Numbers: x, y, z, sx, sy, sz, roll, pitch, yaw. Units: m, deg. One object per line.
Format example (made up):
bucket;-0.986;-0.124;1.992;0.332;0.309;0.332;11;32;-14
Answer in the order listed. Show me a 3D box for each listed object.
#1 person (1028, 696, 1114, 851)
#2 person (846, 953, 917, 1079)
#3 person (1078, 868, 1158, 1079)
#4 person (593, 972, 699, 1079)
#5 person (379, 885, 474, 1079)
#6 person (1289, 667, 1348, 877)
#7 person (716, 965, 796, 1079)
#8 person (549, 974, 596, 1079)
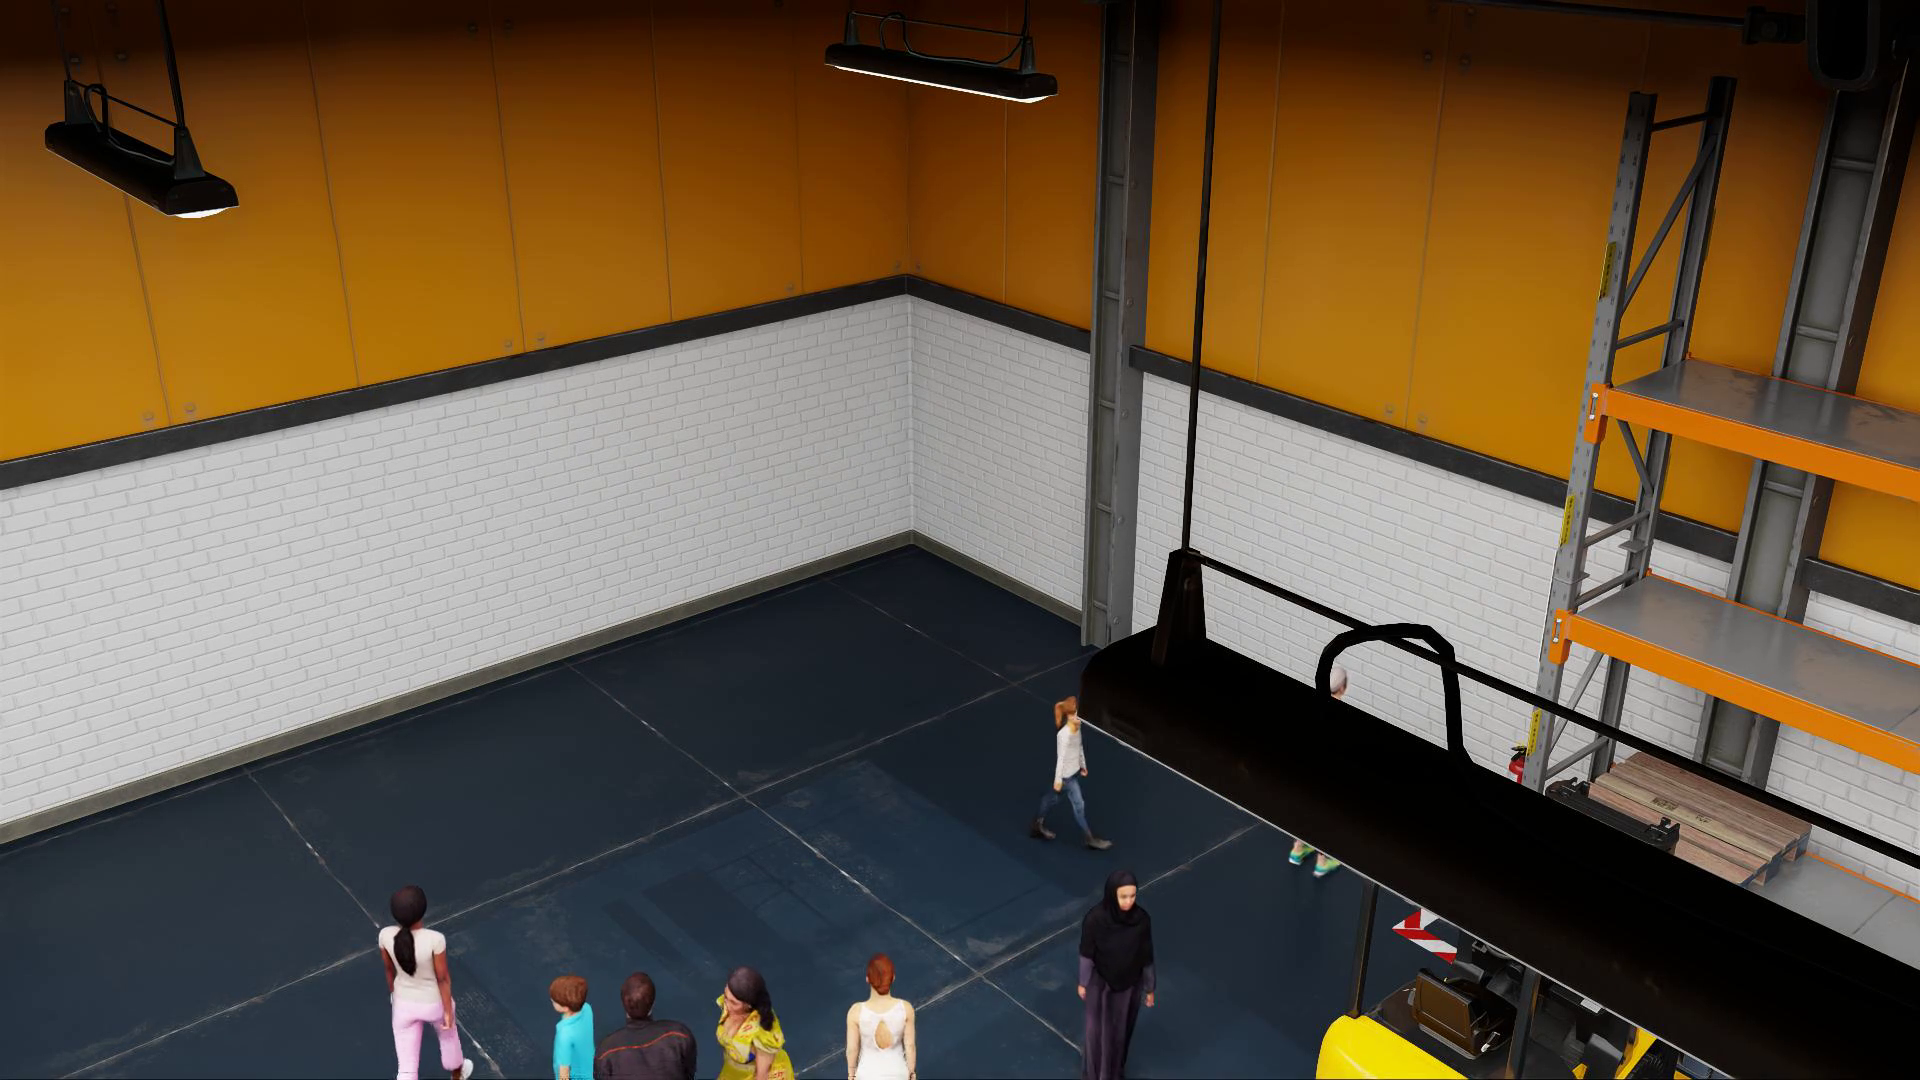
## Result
person;0.765;1.794;12.838;0.966;1.279;0.777;8;25;18
person;-0.435;3.098;9.424;0.827;1.624;1.002;-4;24;-9
person;0.944;2.700;10.355;0.833;1.607;0.927;-4;24;-9
person;-1.647;3.222;8.944;1.098;1.782;1.300;-5;24;-11
person;-3.243;2.850;9.891;1.077;1.704;1.188;0;24;1
person;2.713;1.719;12.481;0.664;1.703;0.486;-22;32;-40
person;-1.102;3.057;9.493;0.844;1.644;0.828;-22;32;-40
person;-2.168;3.122;9.603;0.882;1.438;0.786;5;24;12
